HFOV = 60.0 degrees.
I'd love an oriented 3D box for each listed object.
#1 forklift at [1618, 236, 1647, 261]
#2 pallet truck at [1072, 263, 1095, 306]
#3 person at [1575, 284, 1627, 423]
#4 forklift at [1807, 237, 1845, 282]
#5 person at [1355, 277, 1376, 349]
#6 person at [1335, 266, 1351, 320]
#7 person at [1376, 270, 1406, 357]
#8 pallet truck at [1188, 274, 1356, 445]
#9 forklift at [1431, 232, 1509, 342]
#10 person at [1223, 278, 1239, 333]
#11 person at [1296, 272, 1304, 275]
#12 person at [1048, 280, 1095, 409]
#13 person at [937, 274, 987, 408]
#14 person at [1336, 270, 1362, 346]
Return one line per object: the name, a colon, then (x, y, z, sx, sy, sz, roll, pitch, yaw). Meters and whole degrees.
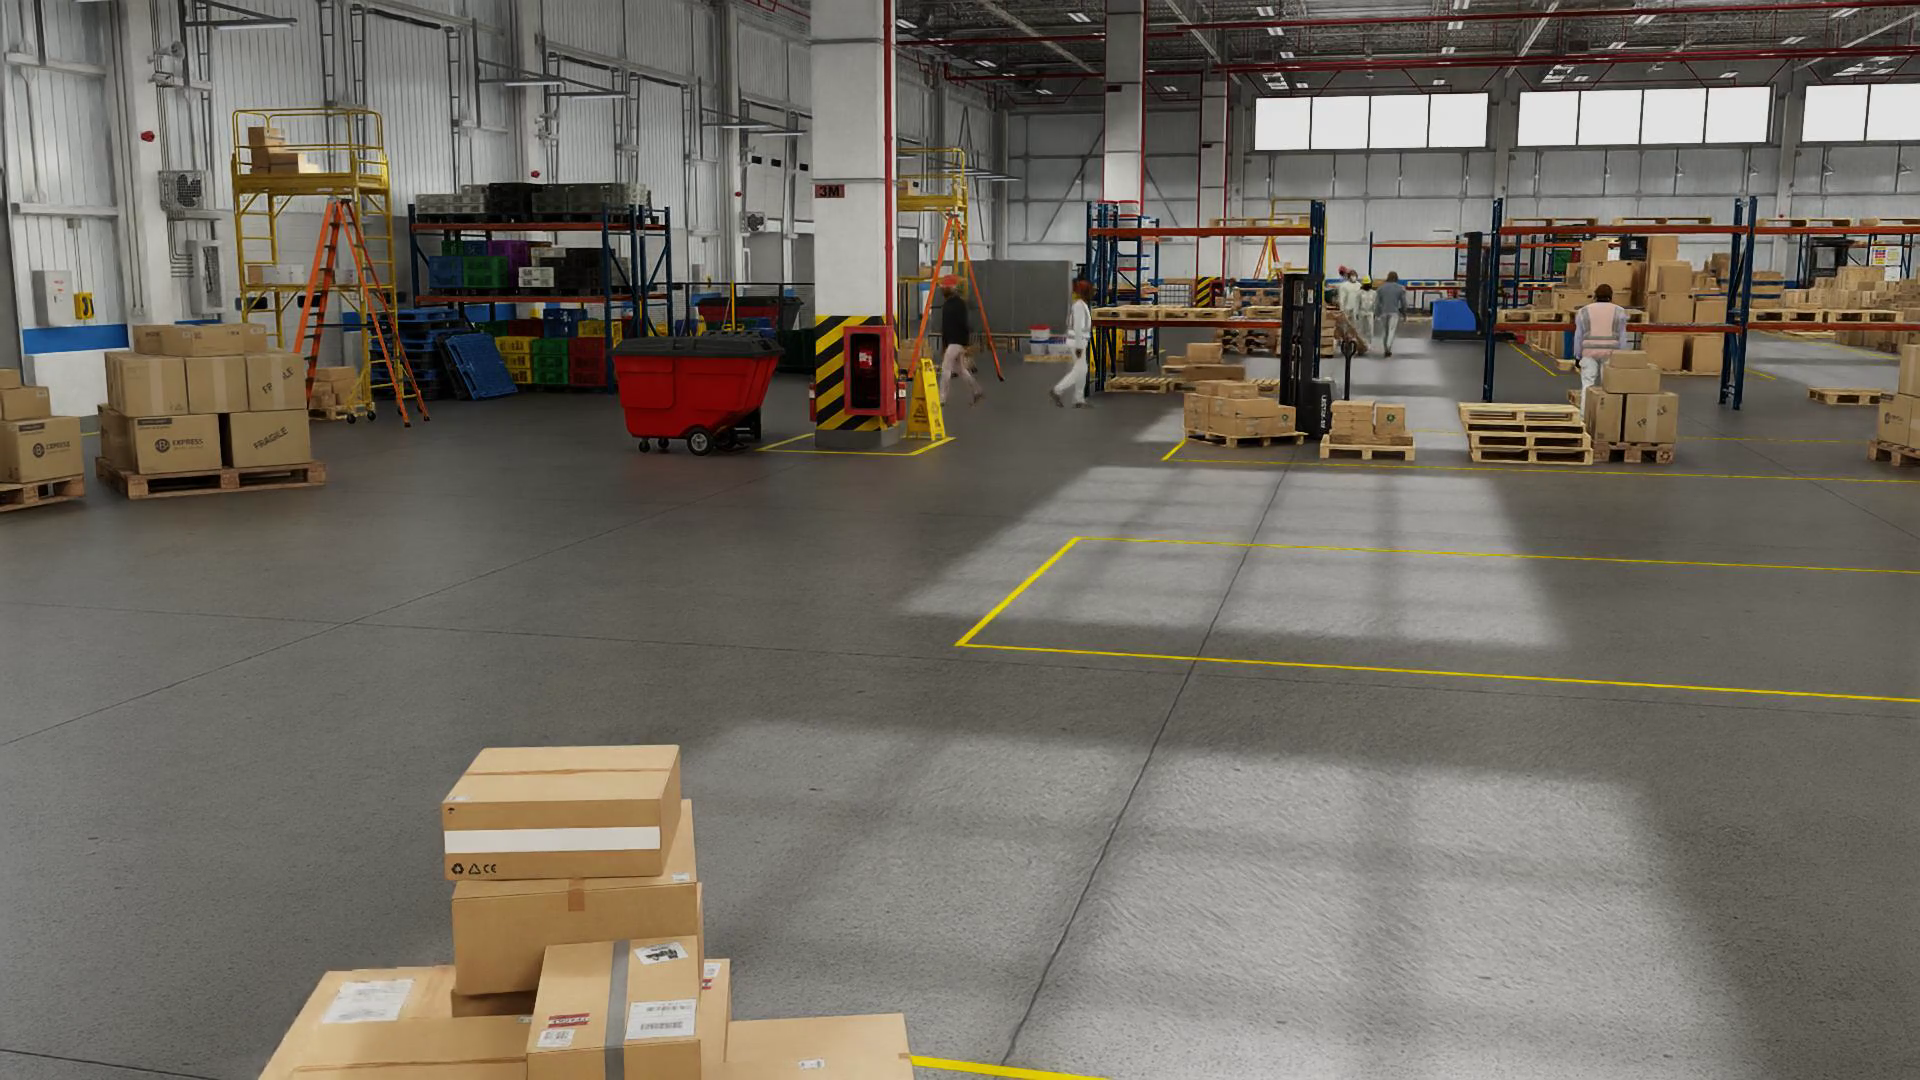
forklift: (20.539, -7.913, 50.997, 1.129, 2.768, 1.873, -5, 11, -29)
pallet truck: (4.325, -8.180, 55.162, 0.823, 1.965, 1.885, 6, 11, 31)
person: (8.209, -2.357, 21.340, 0.625, 1.844, 0.429, 4, 10, 20)
forklift: (27.473, -8.231, 52.865, 1.129, 2.768, 1.873, 2, 10, 14)
person: (9.679, -5.394, 39.632, 0.515, 1.695, 0.899, 0, 10, -2)
person: (13.296, -8.574, 57.824, 0.986, 1.889, 0.561, 5, 11, 28)
person: (9.455, -4.973, 36.587, 0.644, 1.907, 0.888, 5, 11, 28)
pallet truck: (3.653, -2.138, 19.590, 1.885, 1.965, 0.823, -4, 10, -20)
forklift: (13.185, -6.527, 42.836, 1.873, 2.768, 1.129, 2, 10, 14)
person: (7.477, -6.398, 45.752, 0.519, 1.633, 0.311, 6, 11, 33)
person: (8.246, -5.648, 40.739, 0.524, 1.834, 0.437, -6, 11, -30)
person: (1.639, -2.792, 23.851, 0.558, 1.860, 0.588, 2, 10, 9)
person: (-0.034, -2.885, 24.164, 0.992, 1.949, 0.626, -4, 11, -23)
person: (9.497, -5.644, 40.598, 0.637, 1.894, 1.029, -2, 10, -13)
